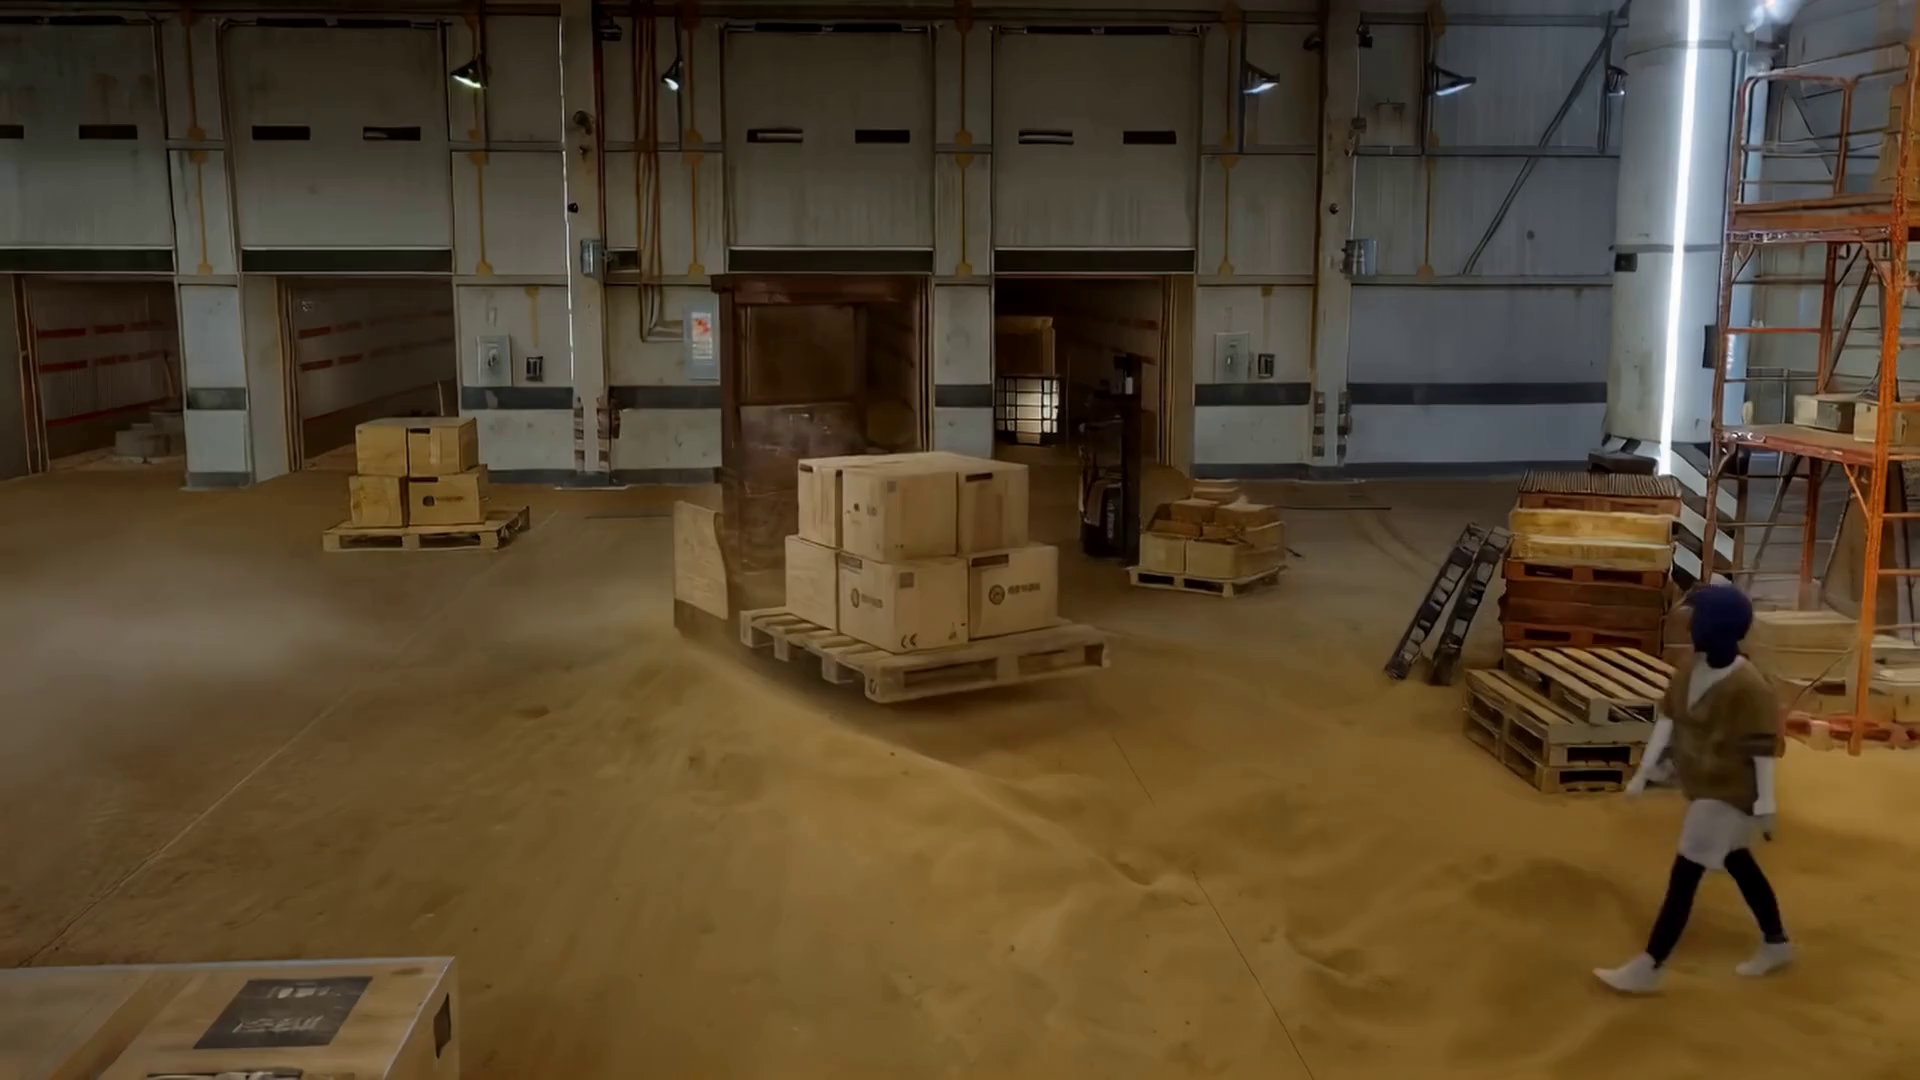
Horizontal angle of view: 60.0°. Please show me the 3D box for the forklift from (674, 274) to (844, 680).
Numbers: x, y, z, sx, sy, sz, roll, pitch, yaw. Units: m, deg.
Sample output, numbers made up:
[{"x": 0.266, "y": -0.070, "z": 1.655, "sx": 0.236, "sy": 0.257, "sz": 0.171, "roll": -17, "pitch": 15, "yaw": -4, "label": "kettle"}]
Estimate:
[{"x": -1.327, "y": -0.565, "z": 12.298, "sx": 1.129, "sy": 2.768, "sz": 1.873, "roll": -6, "pitch": 11, "yaw": -31, "label": "forklift"}]

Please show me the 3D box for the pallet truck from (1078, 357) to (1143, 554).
[{"x": 2.088, "y": -0.836, "z": 16.757, "sx": 1.885, "sy": 1.965, "sz": 0.823, "roll": 2, "pitch": 9, "yaw": 13, "label": "pallet truck"}]

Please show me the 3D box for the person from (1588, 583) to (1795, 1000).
[{"x": 2.946, "y": 0.975, "z": 6.492, "sx": 0.919, "sy": 1.646, "sz": 0.521, "roll": -1, "pitch": 9, "yaw": -3, "label": "person"}]
